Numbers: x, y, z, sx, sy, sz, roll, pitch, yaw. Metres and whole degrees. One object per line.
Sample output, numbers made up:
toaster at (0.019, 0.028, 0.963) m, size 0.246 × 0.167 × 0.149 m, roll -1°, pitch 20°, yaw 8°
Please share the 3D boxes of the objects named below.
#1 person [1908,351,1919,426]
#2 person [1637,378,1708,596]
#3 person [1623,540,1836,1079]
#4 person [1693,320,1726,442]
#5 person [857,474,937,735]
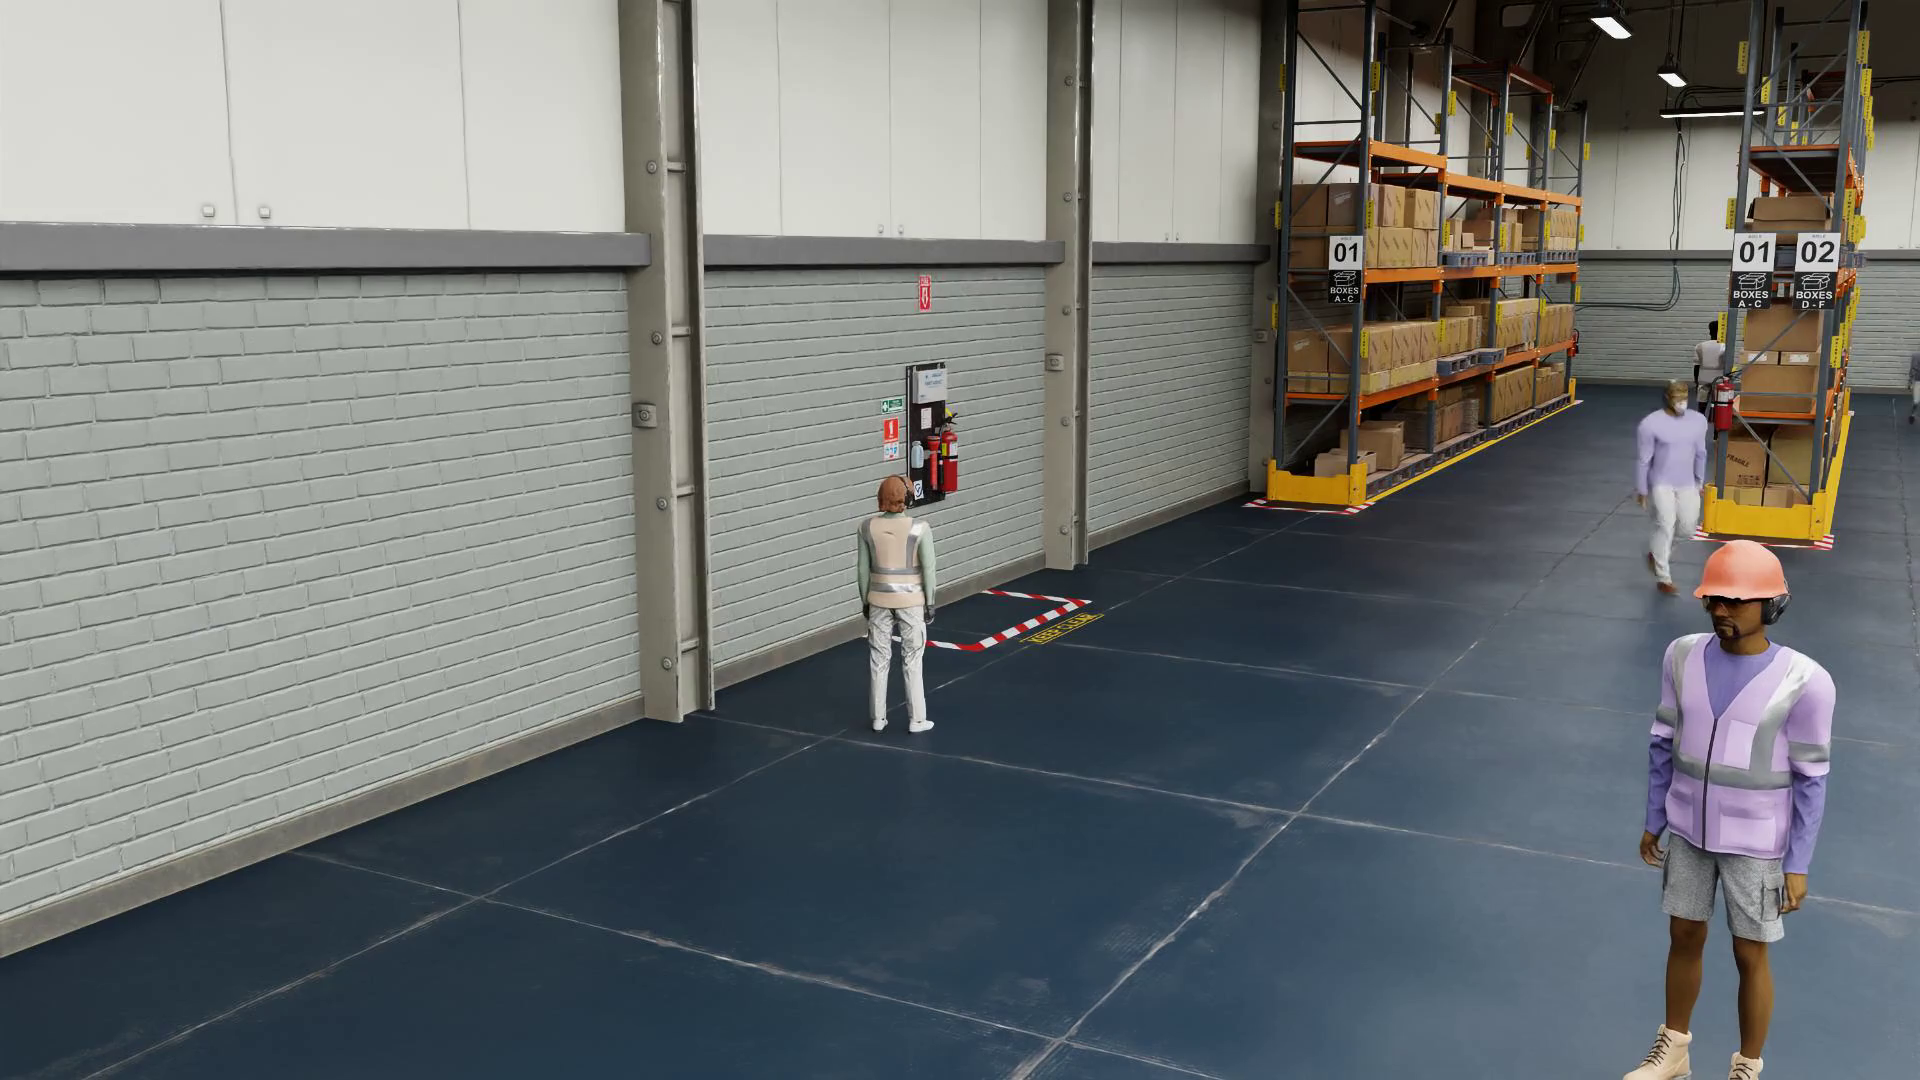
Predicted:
person at (16.663, -2.711, 28.718) m, size 0.528 × 1.618 × 0.403 m, roll 3°, pitch 10°, yaw 16°
person at (6.291, -0.483, 14.790) m, size 0.635 × 1.926 × 0.556 m, roll -1°, pitch 10°, yaw -7°
person at (2.631, 1.008, 5.727) m, size 0.377 × 2.045 × 0.605 m, roll -7°, pitch 12°, yaw -37°
person at (12.137, -2.556, 26.819) m, size 0.606 × 1.966 × 0.367 m, roll 8°, pitch 13°, yaw 41°
person at (-0.394, 0.409, 10.419) m, size 0.512 × 1.641 × 0.307 m, roll 3°, pitch 10°, yaw 15°
